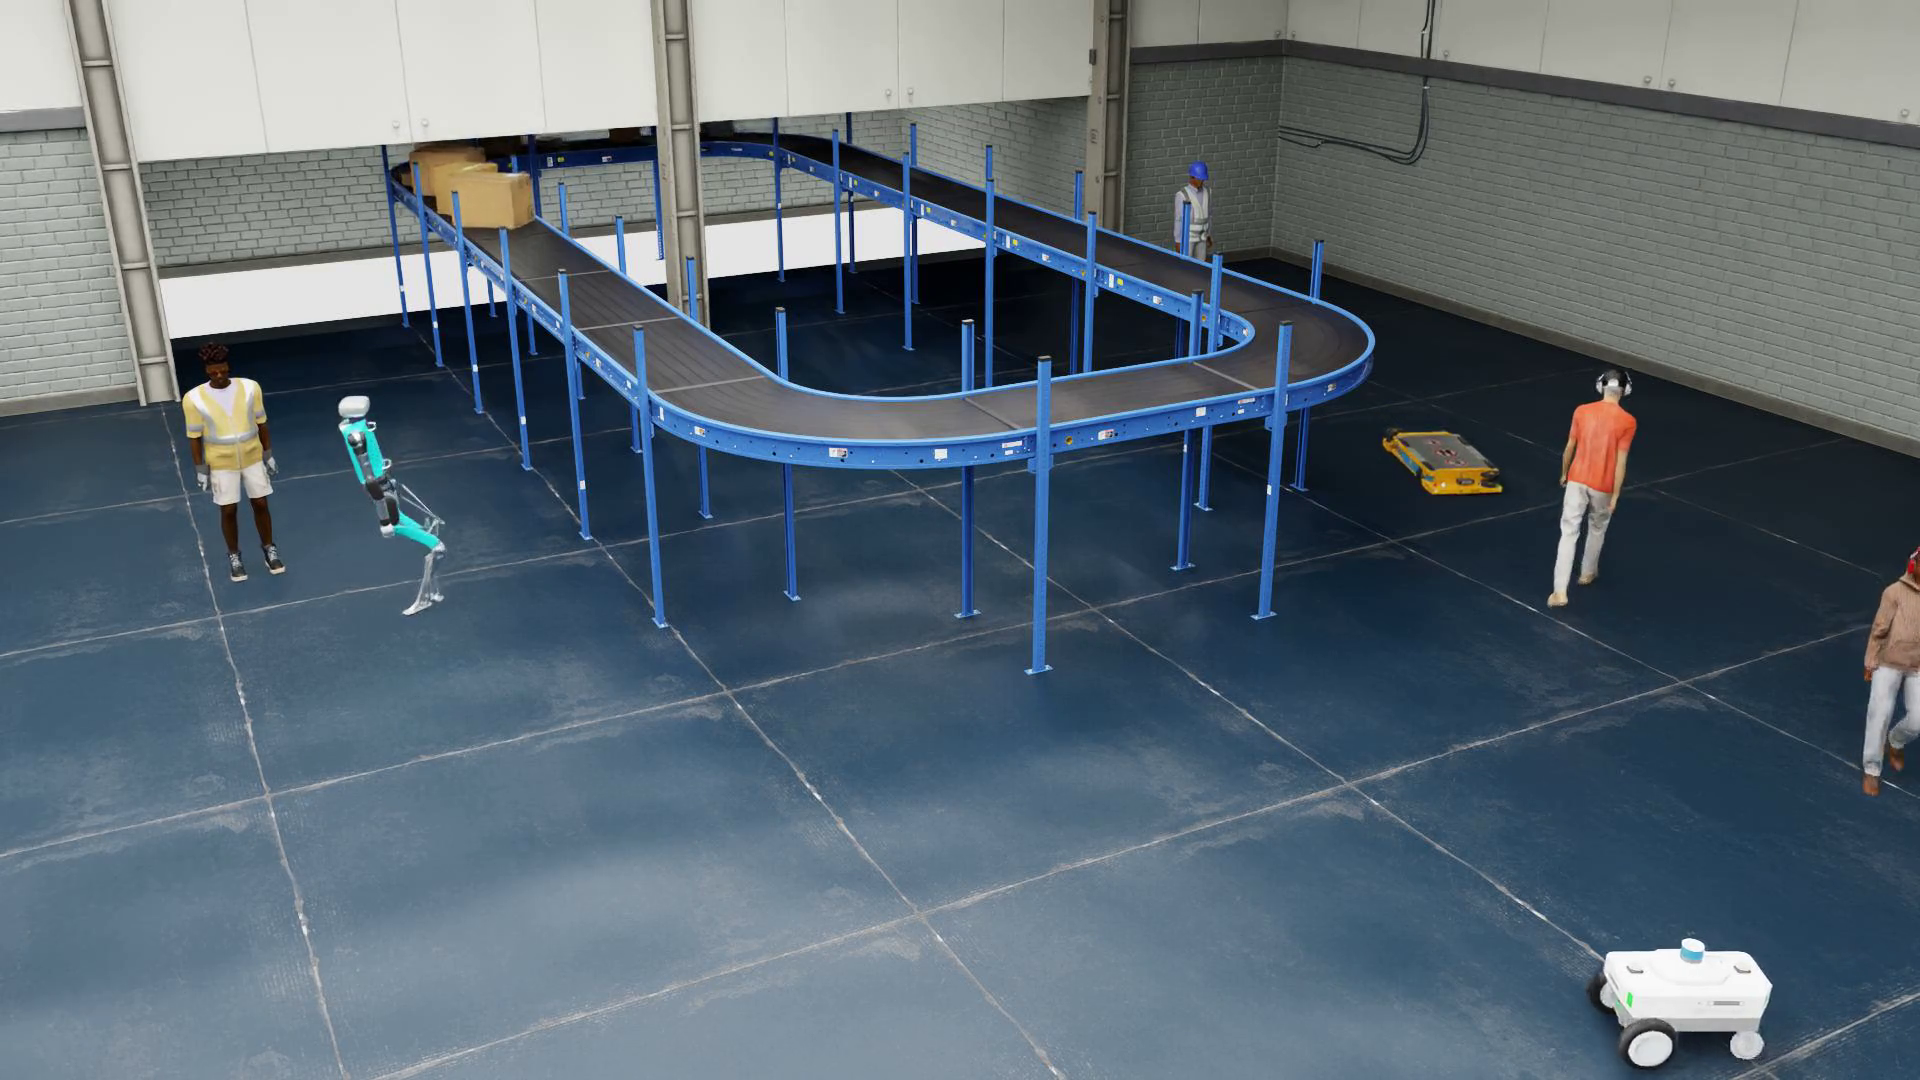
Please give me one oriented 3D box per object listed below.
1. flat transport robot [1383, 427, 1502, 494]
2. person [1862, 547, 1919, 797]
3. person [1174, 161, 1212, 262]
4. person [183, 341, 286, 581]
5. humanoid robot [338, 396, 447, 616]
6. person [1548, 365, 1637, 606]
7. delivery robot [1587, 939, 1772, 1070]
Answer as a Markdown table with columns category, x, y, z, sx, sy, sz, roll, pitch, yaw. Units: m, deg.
| category | x | y | z | sx | sy | sz | roll | pitch | yaw |
| --- | --- | --- | --- | --- | --- | --- | --- | --- | --- |
| flat transport robot | 4.547 | -0.751 | 15.732 | 0.659 | 0.231 | 1.431 | -2 | 22 | -4 |
| person | 5.753 | 0.772 | 10.133 | 0.462 | 1.645 | 0.414 | 7 | 23 | 17 |
| person | 2.973 | -3.857 | 21.200 | 0.612 | 1.933 | 0.413 | -17 | 27 | -35 |
| person | -5.757 | -0.630 | 13.194 | 0.611 | 1.952 | 0.381 | -16 | 27 | -34 |
| humanoid robot | -4.164 | -0.252 | 12.556 | 0.810 | 1.783 | 0.586 | -7 | 23 | -17 |
| person | 4.848 | -0.416 | 12.804 | 0.540 | 1.862 | 1.011 | 13 | 25 | 28 |
| delivery robot | 3.485 | 2.207 | 8.042 | 0.801 | 0.597 | 0.499 | 0 | 22 | 0 |
